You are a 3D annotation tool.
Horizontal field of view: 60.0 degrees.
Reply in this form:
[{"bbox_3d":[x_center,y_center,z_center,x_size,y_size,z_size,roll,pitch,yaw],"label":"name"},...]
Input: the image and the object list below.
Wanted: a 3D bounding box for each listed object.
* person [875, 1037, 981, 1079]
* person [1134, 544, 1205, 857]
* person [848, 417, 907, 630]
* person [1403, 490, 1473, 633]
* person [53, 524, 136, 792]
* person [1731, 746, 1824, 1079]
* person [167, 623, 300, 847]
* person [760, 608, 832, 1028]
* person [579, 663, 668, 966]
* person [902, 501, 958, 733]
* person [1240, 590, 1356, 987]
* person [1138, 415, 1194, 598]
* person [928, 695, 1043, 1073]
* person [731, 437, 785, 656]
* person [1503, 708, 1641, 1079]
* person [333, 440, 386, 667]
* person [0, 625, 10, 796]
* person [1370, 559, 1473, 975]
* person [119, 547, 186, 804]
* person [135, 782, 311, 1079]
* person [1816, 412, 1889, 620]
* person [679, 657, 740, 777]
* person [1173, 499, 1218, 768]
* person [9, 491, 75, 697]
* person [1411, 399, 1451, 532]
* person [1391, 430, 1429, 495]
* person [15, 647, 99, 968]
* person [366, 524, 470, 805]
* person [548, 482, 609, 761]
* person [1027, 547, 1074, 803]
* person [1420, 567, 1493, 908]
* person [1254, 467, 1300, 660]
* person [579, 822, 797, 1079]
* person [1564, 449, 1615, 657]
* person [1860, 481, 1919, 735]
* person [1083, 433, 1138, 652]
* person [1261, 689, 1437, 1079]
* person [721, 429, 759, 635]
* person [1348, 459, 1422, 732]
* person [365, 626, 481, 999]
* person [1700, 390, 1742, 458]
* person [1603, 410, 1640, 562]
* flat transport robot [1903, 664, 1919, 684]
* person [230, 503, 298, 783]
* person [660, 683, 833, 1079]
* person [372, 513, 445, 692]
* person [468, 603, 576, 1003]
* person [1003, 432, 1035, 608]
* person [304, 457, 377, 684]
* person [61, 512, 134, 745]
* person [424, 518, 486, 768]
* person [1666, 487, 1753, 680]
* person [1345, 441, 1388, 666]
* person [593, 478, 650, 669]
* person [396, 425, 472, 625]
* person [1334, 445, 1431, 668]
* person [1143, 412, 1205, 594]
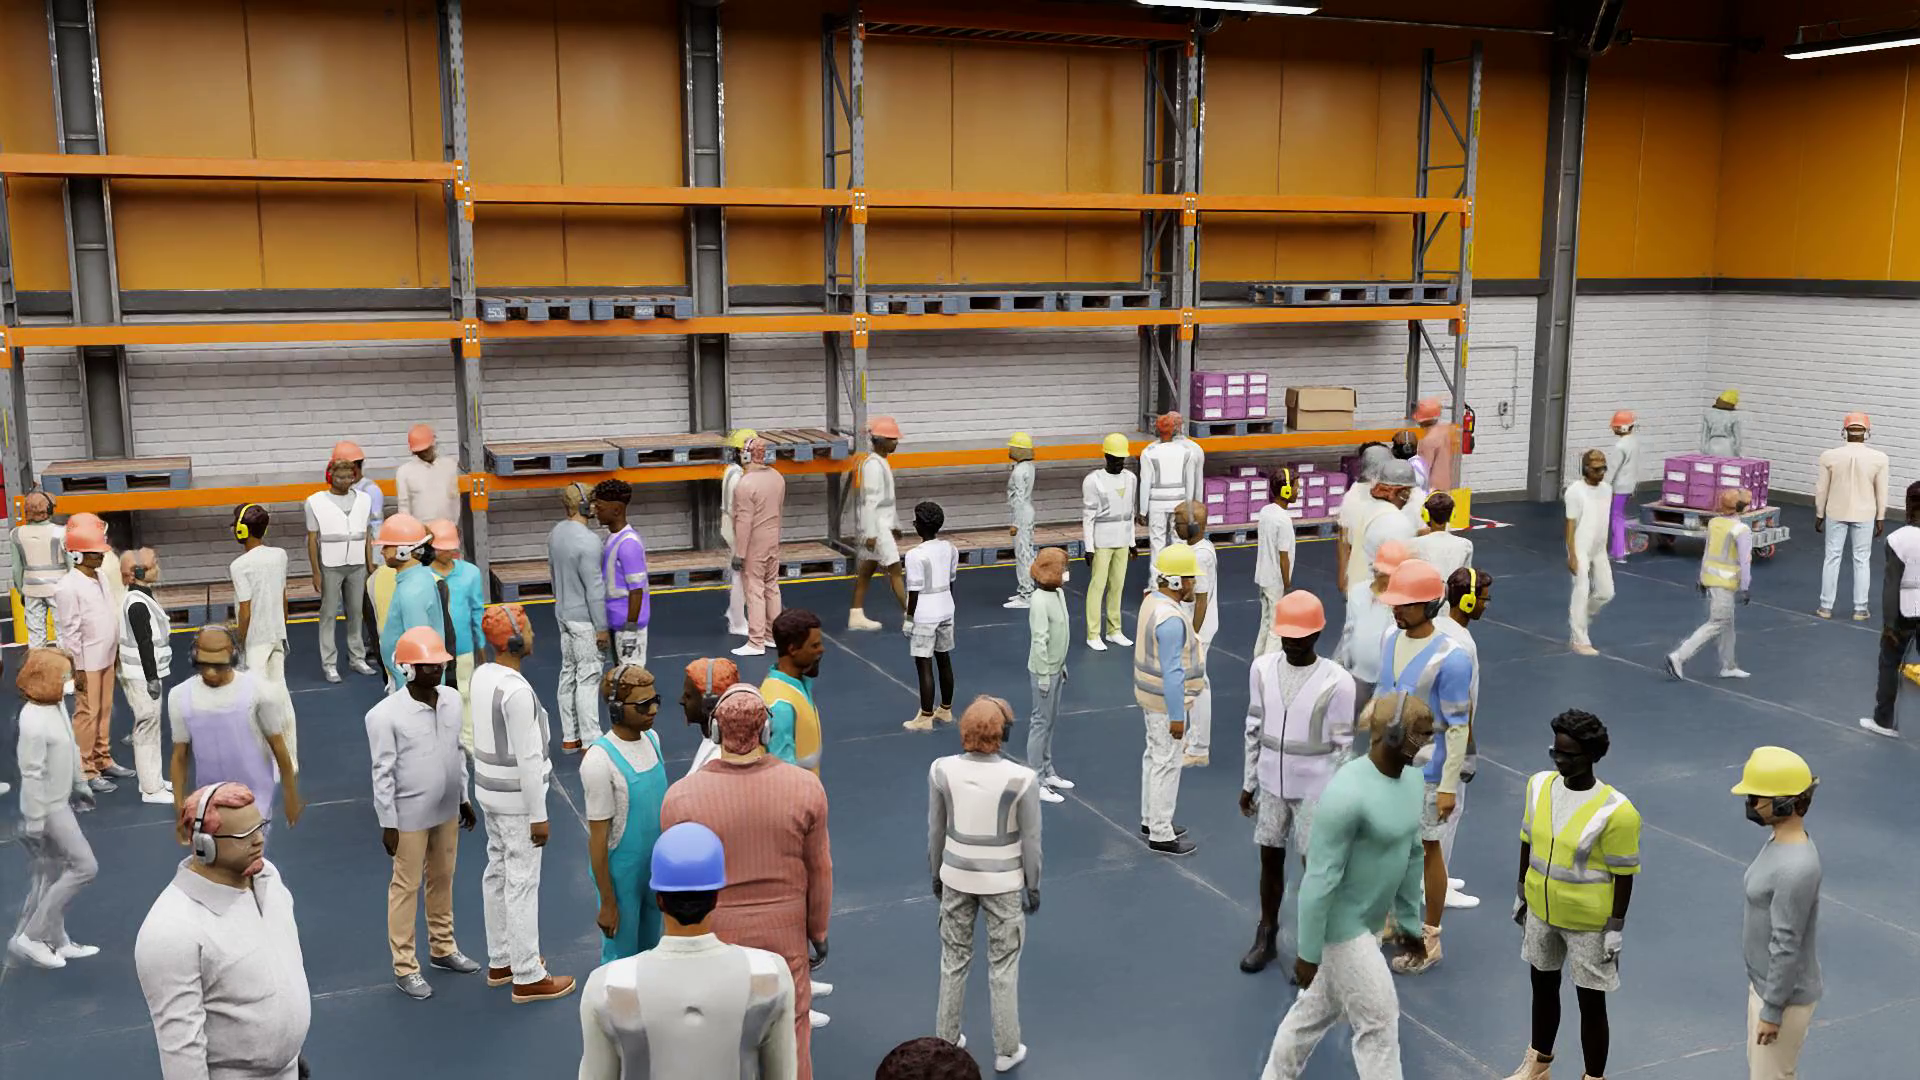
[{"bbox_3d":[0.003,1.955,3.507,0.370,1.915,0.597,1,10,5],"label":"person"},{"bbox_3d":[1.221,0.924,9.721,0.403,1.827,0.604,-1,10,-3],"label":"person"},{"bbox_3d":[-0.619,-0.130,15.281,0.922,1.996,0.624,0,10,1],"label":"person"},{"bbox_3d":[3.309,0.583,11.580,0.511,1.861,0.313,0,10,-1],"label":"person"},{"bbox_3d":[-5.652,0.758,10.872,0.334,1.749,0.575,-1,10,-5],"label":"person"},{"bbox_3d":[2.915,1.605,5.997,0.342,1.756,0.533,4,11,21],"label":"person"},{"bbox_3d":[-3.463,1.260,7.903,0.520,1.775,0.955,0,10,2],"label":"person"},{"bbox_3d":[-0.790,1.246,7.593,0.390,1.916,0.589,0,10,-1],"label":"person"},{"bbox_3d":[-1.348,1.408,6.863,0.338,1.845,0.514,3,10,16],"label":"person"},{"bbox_3d":[-0.225,0.561,12.172,0.318,1.696,0.537,7,12,36],"label":"person"},{"bbox_3d":[1.598,1.179,7.957,0.548,1.929,0.389,8,13,39],"label":"person"},{"bbox_3d":[2.062,-0.313,16.669,0.575,1.883,0.362,-3,10,-14],"label":"person"},{"bbox_3d":[0.103,1.471,7.116,0.519,1.632,0.313,4,11,21],"label":"person"},{"bbox_3d":[-1.789,0.055,14.484,0.407,1.910,0.638,5,11,25],"label":"person"},{"bbox_3d":[2.460,1.507,6.719,0.315,1.697,0.541,-6,12,-31],"label":"person"},{"bbox_3d":[-5.089,0.111,14.116,0.557,1.926,0.410,9,13,42],"label":"person"},{"bbox_3d":[-6.378,0.740,10.503,0.591,1.920,0.393,-4,11,-21],"label":"person"},{"bbox_3d":[2.193,1.094,8.114,0.398,2.041,0.605,-4,11,-23],"label":"person"},{"bbox_3d":[-5.177,0.860,10.602,0.307,1.644,0.514,-5,11,-28],"label":"person"},{"bbox_3d":[-2.218,1.672,5.167,0.408,1.909,0.642,1,10,4],"label":"person"},{"bbox_3d":[8.503,-0.229,15.887,0.608,1.987,0.388,5,11,28],"label":"person"},{"bbox_3d":[-0.988,1.398,6.815,0.353,1.883,0.578,-1,10,-7],"label":"person"},{"bbox_3d":[1.585,0.632,11.339,0.344,1.844,0.505,1,10,8],"label":"person"},{"bbox_3d":[-7.167,0.431,13.084,0.514,1.641,0.307,-1,10,-3],"label":"person"},{"bbox_3d":[5.097,-0.559,17.933,0.385,1.947,0.721,7,12,34],"label":"person"},{"bbox_3d":[4.217,-0.128,15.765,0.431,1.835,0.624,2,10,11],"label":"person"},{"bbox_3d":[-4.400,1.306,8.122,0.352,1.617,0.519,-4,11,-22],"label":"person"},{"bbox_3d":[-3.363,0.805,10.354,0.635,1.840,0.429,5,11,27],"label":"person"},{"bbox_3d":[-2.605,0.557,11.498,0.372,1.940,0.627,-8,13,-39],"label":"person"},{"bbox_3d":[0.580,0.850,10.689,0.286,1.633,0.500,3,10,17],"label":"person"},{"bbox_3d":[2.639,1.053,8.895,0.349,1.856,0.526,-1,10,-7],"label":"person"},{"bbox_3d":[2.448,0.360,12.868,0.324,1.862,0.524,-2,10,-11],"label":"person"},{"bbox_3d":[-0.755,1.746,4.680,0.619,1.932,0.420,-3,10,-18],"label":"person"},{"bbox_3d":[5.433,0.114,14.370,0.524,1.821,0.422,-4,10,-20],"label":"person"},{"bbox_3d":[6.826,0.526,11.801,0.581,1.890,0.836,0,10,-2],"label":"person"},{"bbox_3d":[1.345,0.012,14.675,0.594,1.922,0.379,-7,12,-36],"label":"person"},{"bbox_3d":[1.542,1.486,6.296,0.955,1.882,0.653,7,12,33],"label":"person"},{"bbox_3d":[-1.960,-0.064,15.141,0.424,1.908,0.598,-1,10,-6],"label":"person"},{"bbox_3d":[3.225,0.390,12.167,0.854,2.000,0.713,-2,10,-10],"label":"person"},{"bbox_3d":[-2.533,1.269,7.914,0.322,1.756,0.563,5,11,28],"label":"person"},{"bbox_3d":[10.081,-1.147,22.058,0.528,1.719,0.539,9,13,42],"label":"person"},{"bbox_3d":[7.400,-0.610,18.803,0.448,1.726,0.590,8,12,37],"label":"person"},{"bbox_3d":[8.410,1.086,13.247,1.431,0.197,0.652,2,10,11],"label":"flat transport robot"},{"bbox_3d":[-4.629,0.679,10.992,0.329,1.872,0.508,2,10,13],"label":"person"},{"bbox_3d":[-0.801,1.478,6.281,0.639,1.911,0.406,-2,10,-13],"label":"person"},{"bbox_3d":[-3.208,0.829,9.769,0.377,1.995,0.608,-3,10,-15],"label":"person"},{"bbox_3d":[-2.087,1.223,7.816,0.356,1.885,0.573,-8,13,-38],"label":"person"},{"bbox_3d":[0.592,-0.202,16.430,0.288,1.746,0.487,2,10,13],"label":"person"},{"bbox_3d":[-5.073,0.231,13.647,0.392,1.844,0.563,8,13,40],"label":"person"},{"bbox_3d":[-6.073,0.645,11.642,0.772,1.705,0.606,-3,10,-14],"label":"person"},{"bbox_3d":[-3.460,0.710,11.190,0.577,1.739,0.356,-5,11,-28],"label":"person"},{"bbox_3d":[6.147,0.368,13.550,0.744,1.609,0.523,-1,10,-6],"label":"person"},{"bbox_3d":[3.362,0.144,13.837,0.374,1.958,0.598,2,10,11],"label":"person"},{"bbox_3d":[-2.324,0.546,11.480,0.368,1.965,0.609,-4,11,-21],"label":"person"},{"bbox_3d":[-4.821,-0.094,15.230,0.696,1.947,0.497,-9,13,-43],"label":"person"},{"bbox_3d":[3.399,0.217,13.161,0.825,2.000,0.589,0,10,3],"label":"person"},{"bbox_3d":[2.142,-0.355,16.891,0.659,1.893,0.400,-2,10,-11],"label":"person"}]
